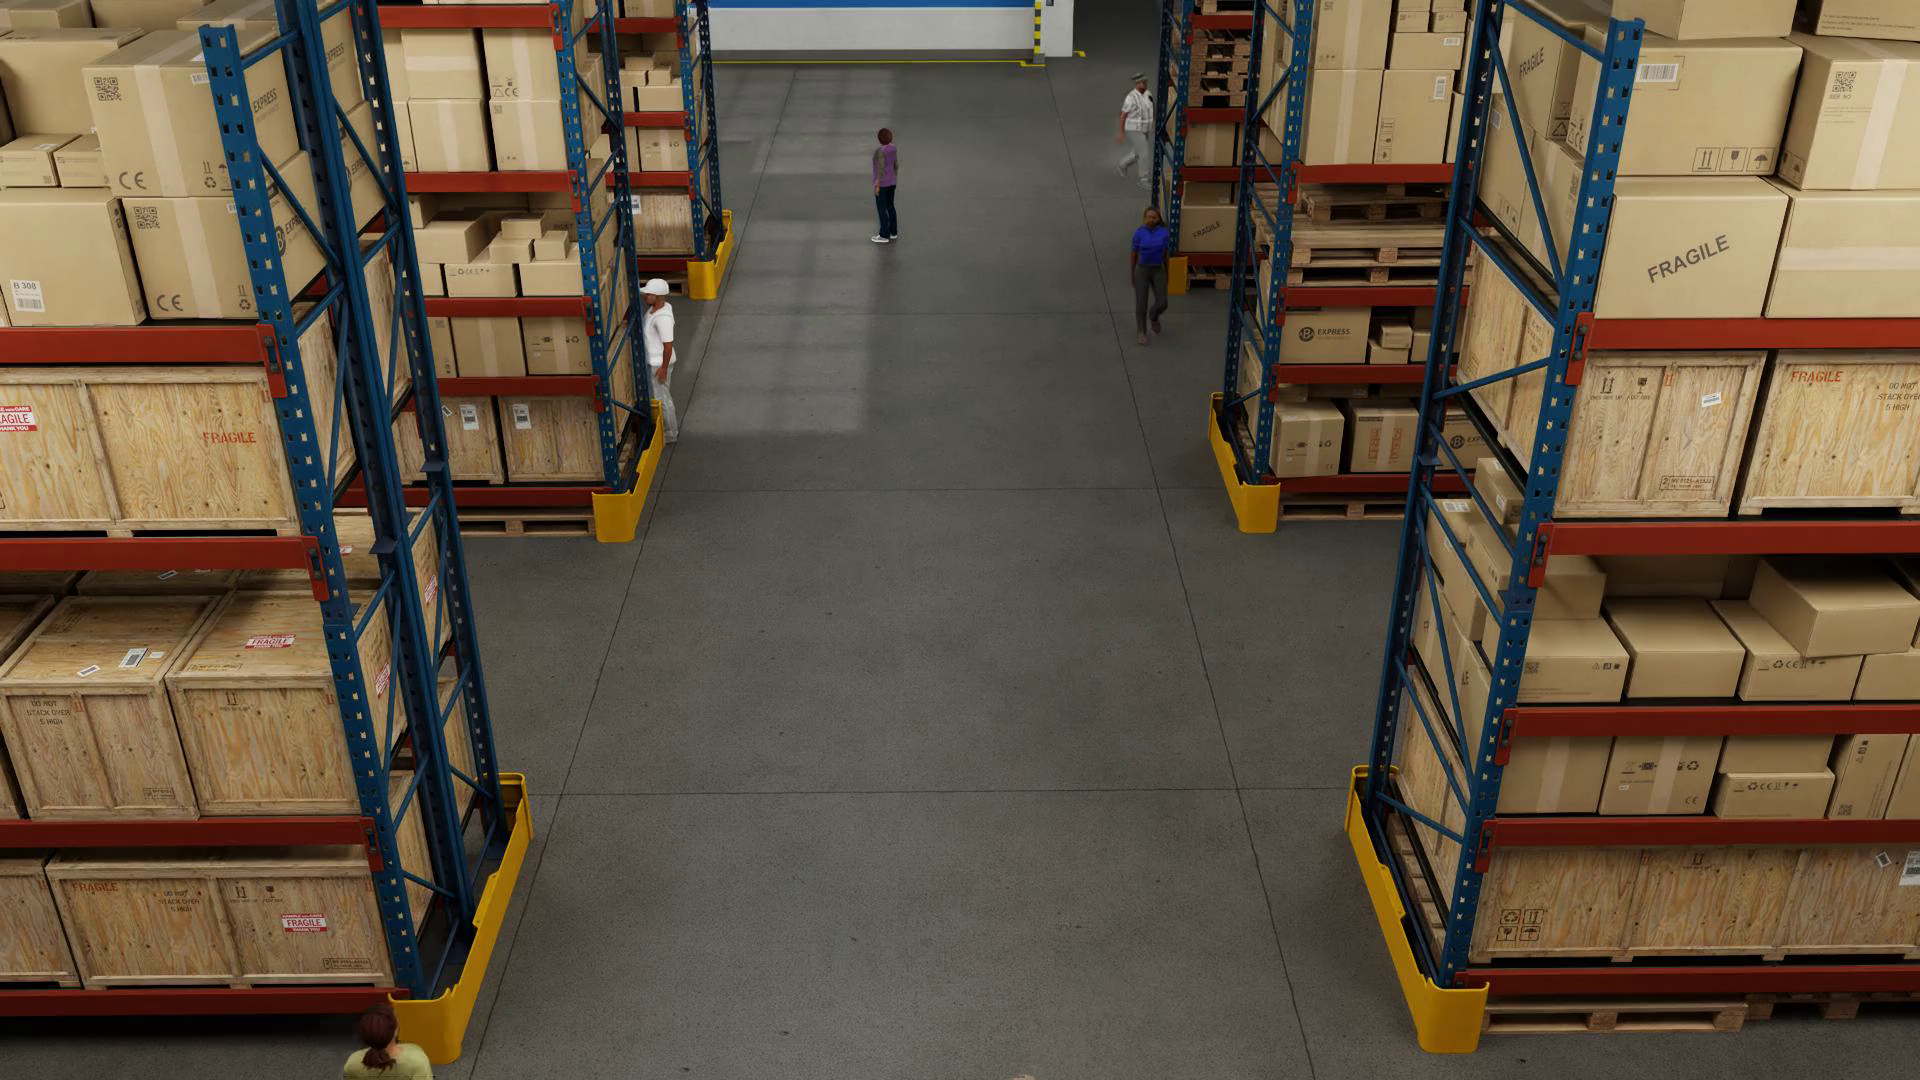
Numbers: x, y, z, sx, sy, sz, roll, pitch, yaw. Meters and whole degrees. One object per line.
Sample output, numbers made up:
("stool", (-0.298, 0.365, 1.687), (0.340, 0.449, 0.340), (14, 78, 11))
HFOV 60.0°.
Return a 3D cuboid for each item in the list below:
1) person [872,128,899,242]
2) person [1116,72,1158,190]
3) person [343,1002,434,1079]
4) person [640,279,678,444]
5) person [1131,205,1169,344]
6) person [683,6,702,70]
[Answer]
("person", (-1.062, -4.990, 23.362), (0.325, 1.603, 0.409), (18, 33, 30))
("person", (2.747, -6.392, 25.848), (0.922, 1.743, 0.672), (23, 36, 36))
("person", (-2.869, 2.923, 8.572), (0.454, 1.639, 0.891), (-5, 29, -9))
("person", (-3.164, -1.882, 17.407), (0.415, 1.768, 0.560), (-8, 29, -15))
("person", (2.274, -3.175, 19.893), (0.481, 1.659, 0.471), (-2, 28, -4))
("person", (-5.391, -10.061, 32.686), (0.613, 1.676, 0.481), (-6, 29, -10))
